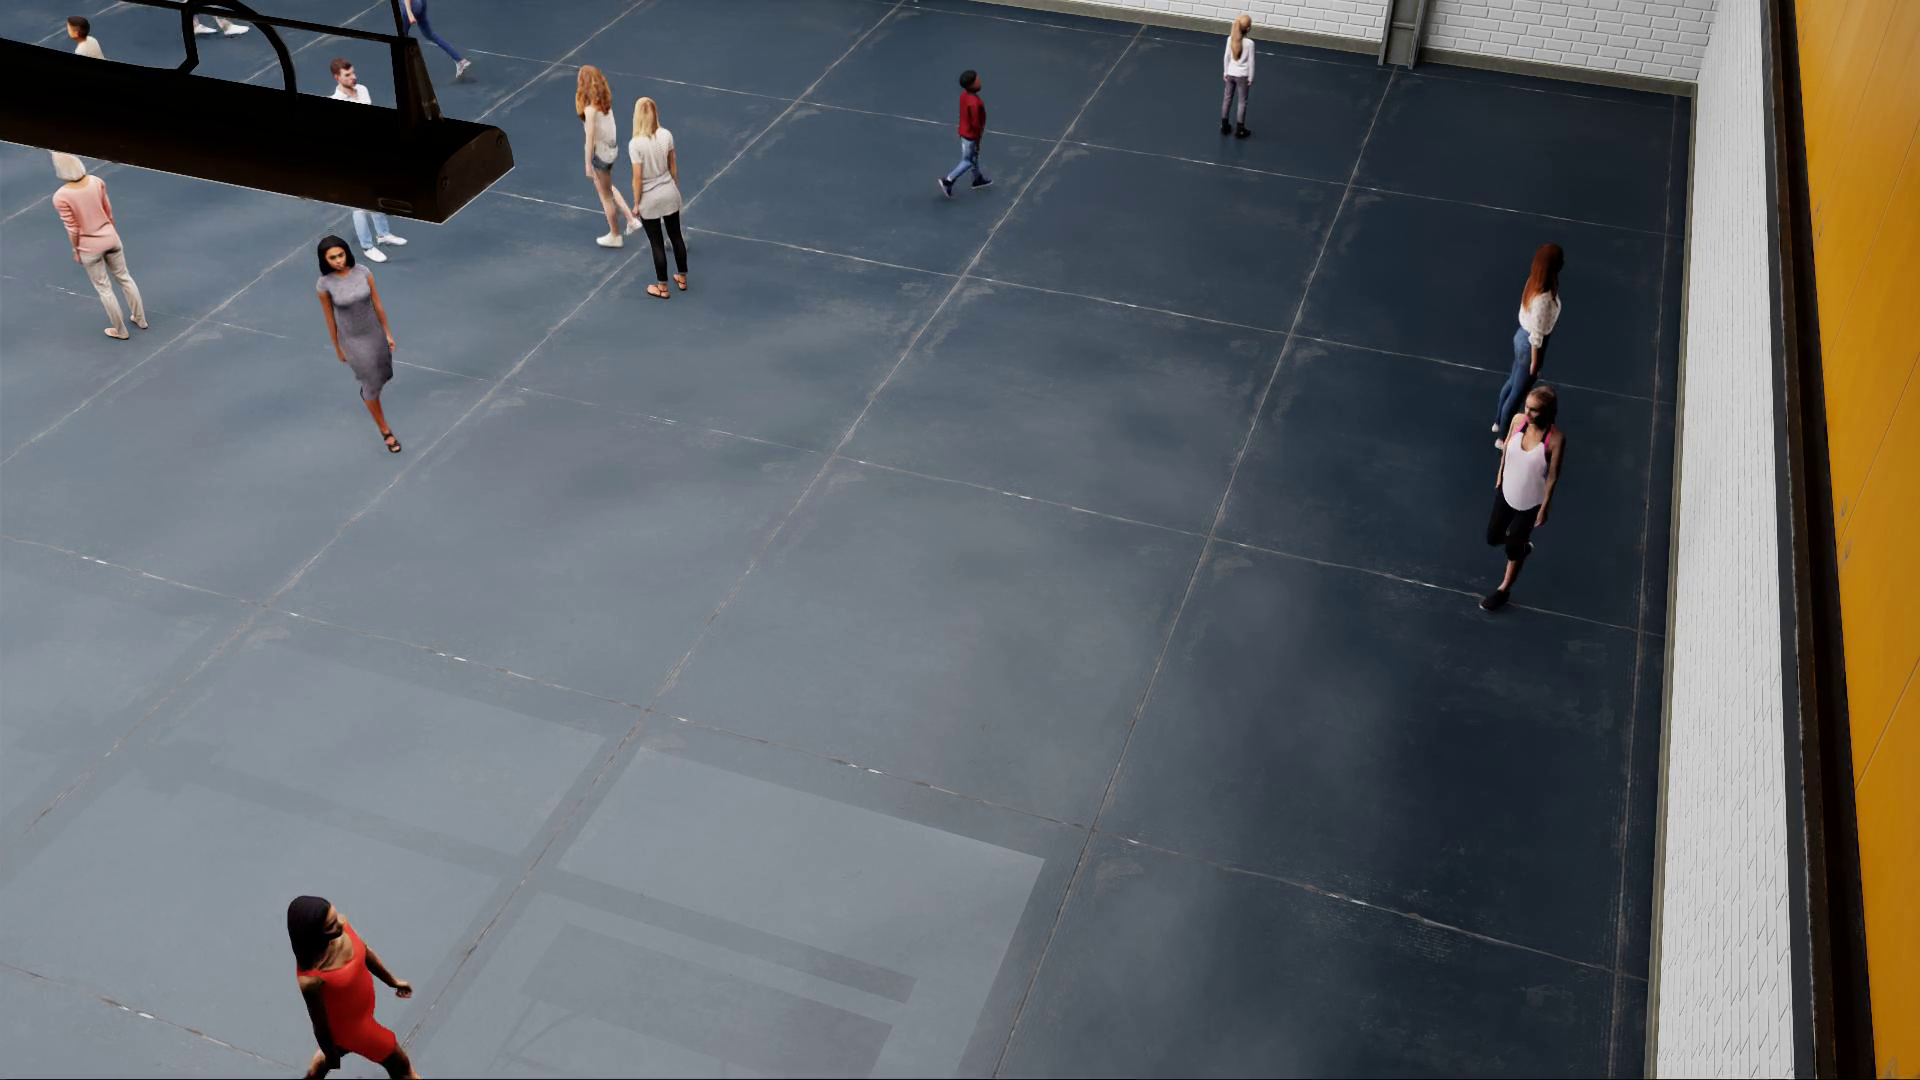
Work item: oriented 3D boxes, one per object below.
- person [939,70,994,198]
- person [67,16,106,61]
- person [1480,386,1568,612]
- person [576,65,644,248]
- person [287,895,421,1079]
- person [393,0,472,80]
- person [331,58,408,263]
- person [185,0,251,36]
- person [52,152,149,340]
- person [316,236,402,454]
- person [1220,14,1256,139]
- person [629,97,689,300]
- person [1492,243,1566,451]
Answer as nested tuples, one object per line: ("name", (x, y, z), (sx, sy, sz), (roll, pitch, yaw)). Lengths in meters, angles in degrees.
("person", (0.040, -3.909, 16.036), (0.884, 1.239, 0.787), (-12, 40, -15))
("person", (-8.523, -4.527, 16.637), (0.816, 1.455, 0.706), (-2, 39, -3))
("person", (3.818, -0.315, 11.110), (0.910, 1.771, 0.872), (-27, 46, -30))
("person", (-3.137, -3.441, 15.040), (0.693, 1.752, 0.625), (10, 40, 13))
("person", (-2.997, 2.272, 7.947), (1.222, 1.675, 0.910), (-2, 39, -2))
("person", (-5.831, -5.776, 17.994), (1.151, 1.712, 0.750), (4, 39, 5))
("person", (-5.394, -3.451, 14.973), (0.542, 1.850, 0.644), (14, 41, 17))
("person", (-8.895, -6.652, 18.993), (1.113, 1.835, 0.989), (-6, 39, -7))
("person", (-7.195, -2.484, 13.863), (0.586, 1.724, 0.641), (21, 43, 24))
("person", (-4.561, -1.530, 12.638), (0.877, 1.762, 1.065), (-28, 46, -30))
("person", (2.852, -4.771, 17.083), (0.513, 1.279, 0.608), (26, 46, 29))
("person", (-2.602, -2.948, 14.363), (0.687, 1.826, 0.690), (-28, 47, -31))
("person", (4.294, -1.468, 12.586), (0.566, 1.730, 0.613), (7, 39, 8))
